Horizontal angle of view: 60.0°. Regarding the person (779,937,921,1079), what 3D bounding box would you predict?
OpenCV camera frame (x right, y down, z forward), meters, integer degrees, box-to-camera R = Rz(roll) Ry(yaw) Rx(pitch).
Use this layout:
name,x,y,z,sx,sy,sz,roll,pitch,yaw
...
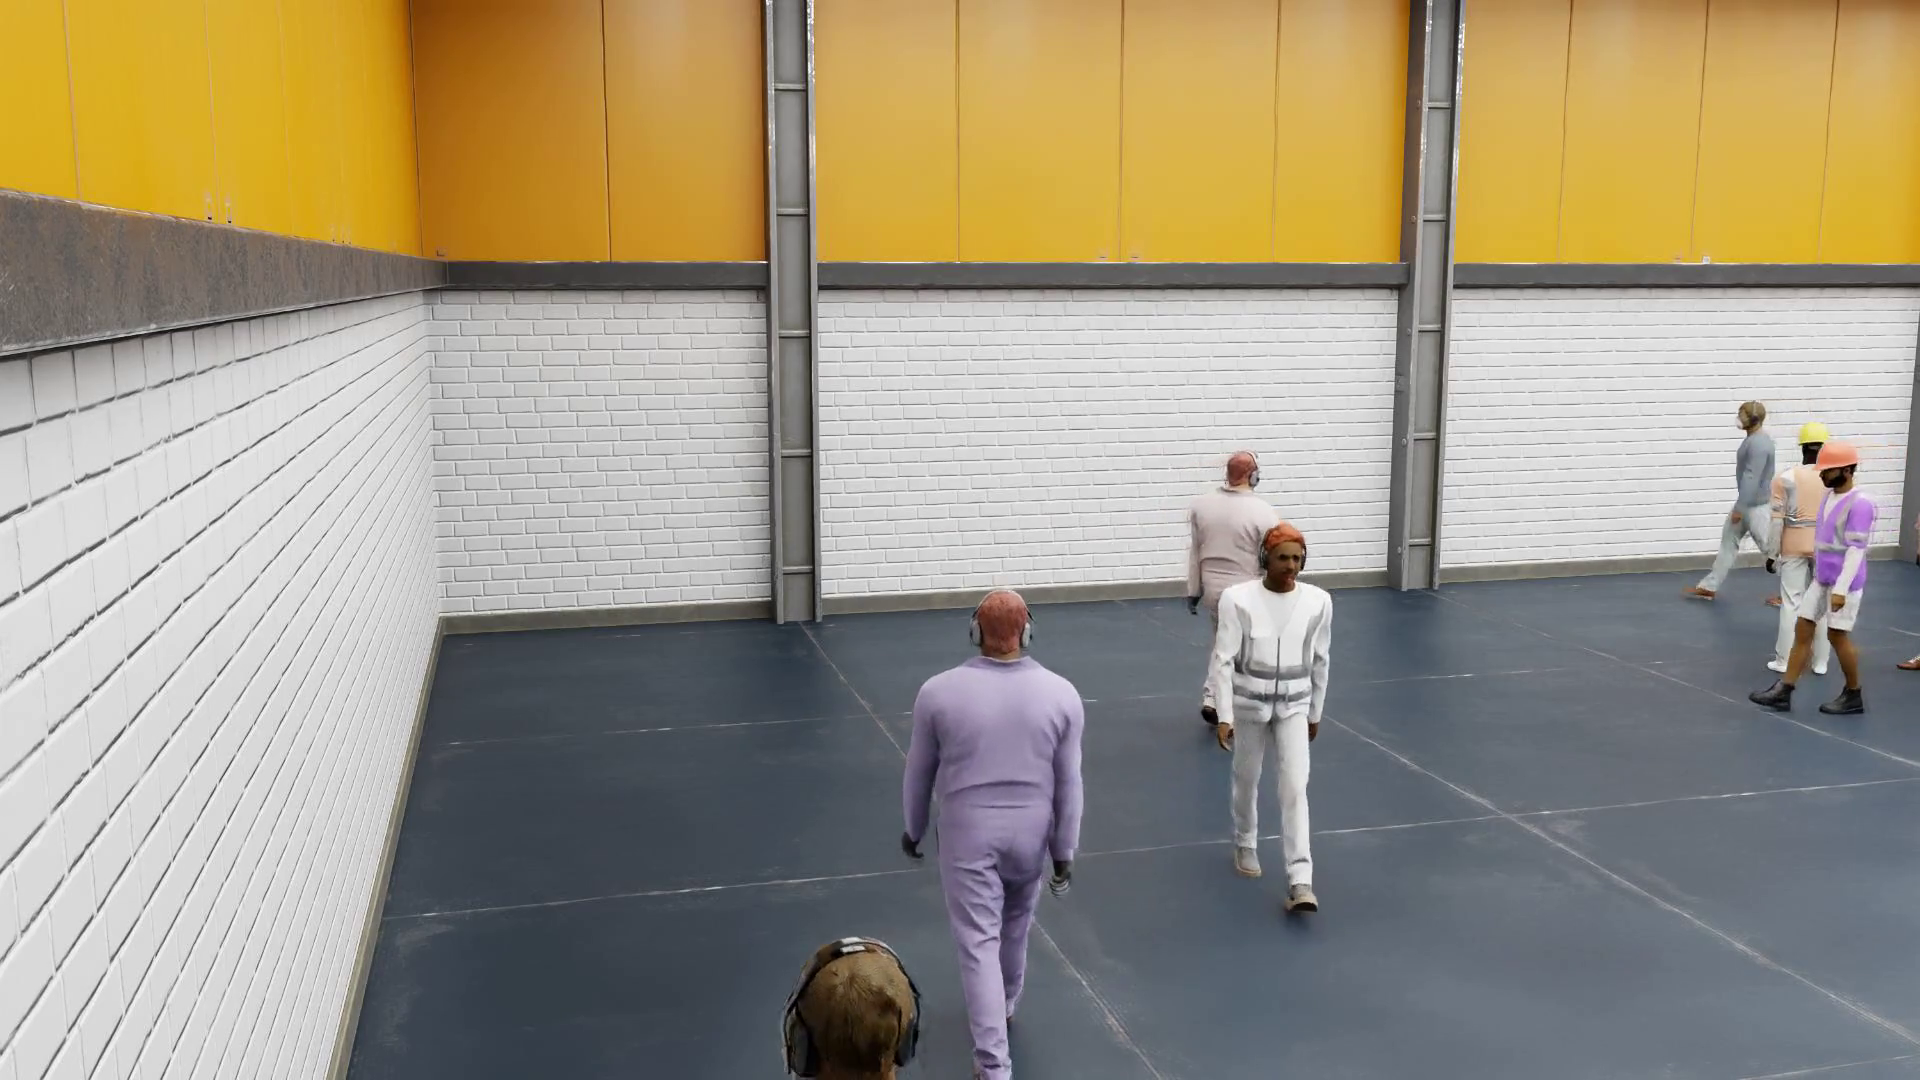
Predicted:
name,x,y,z,sx,sy,sz,roll,pitch,yaw
person,-0.174,1.612,2.934,0.636,1.922,0.452,-3,10,-20

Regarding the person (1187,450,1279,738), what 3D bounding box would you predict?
name,x,y,z,sx,sy,sz,roll,pitch,yaw
person,1.821,0.353,10.871,0.436,1.890,0.684,-9,13,-44

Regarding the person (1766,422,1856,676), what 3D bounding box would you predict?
name,x,y,z,sx,sy,sz,roll,pitch,yaw
person,6.387,0.070,12.540,0.587,1.926,0.368,2,9,11

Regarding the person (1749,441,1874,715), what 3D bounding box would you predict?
name,x,y,z,sx,sy,sz,roll,pitch,yaw
person,5.877,0.271,11.383,0.800,1.892,0.584,0,9,-3

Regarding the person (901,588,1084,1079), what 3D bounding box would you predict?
name,x,y,z,sx,sy,sz,roll,pitch,yaw
person,0.118,1.106,6.308,0.653,1.854,0.990,-2,9,-9

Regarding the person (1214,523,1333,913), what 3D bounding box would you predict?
name,x,y,z,sx,sy,sz,roll,pitch,yaw
person,1.514,0.838,8.046,0.584,1.827,1.003,0,9,1

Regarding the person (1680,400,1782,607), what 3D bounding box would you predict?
name,x,y,z,sx,sy,sz,roll,pitch,yaw
person,7.236,-0.332,15.186,1.027,1.890,0.663,3,10,20

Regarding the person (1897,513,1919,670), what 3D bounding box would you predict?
name,x,y,z,sx,sy,sz,roll,pitch,yaw
person,7.364,0.097,12.433,0.401,1.907,0.648,0,9,-2
